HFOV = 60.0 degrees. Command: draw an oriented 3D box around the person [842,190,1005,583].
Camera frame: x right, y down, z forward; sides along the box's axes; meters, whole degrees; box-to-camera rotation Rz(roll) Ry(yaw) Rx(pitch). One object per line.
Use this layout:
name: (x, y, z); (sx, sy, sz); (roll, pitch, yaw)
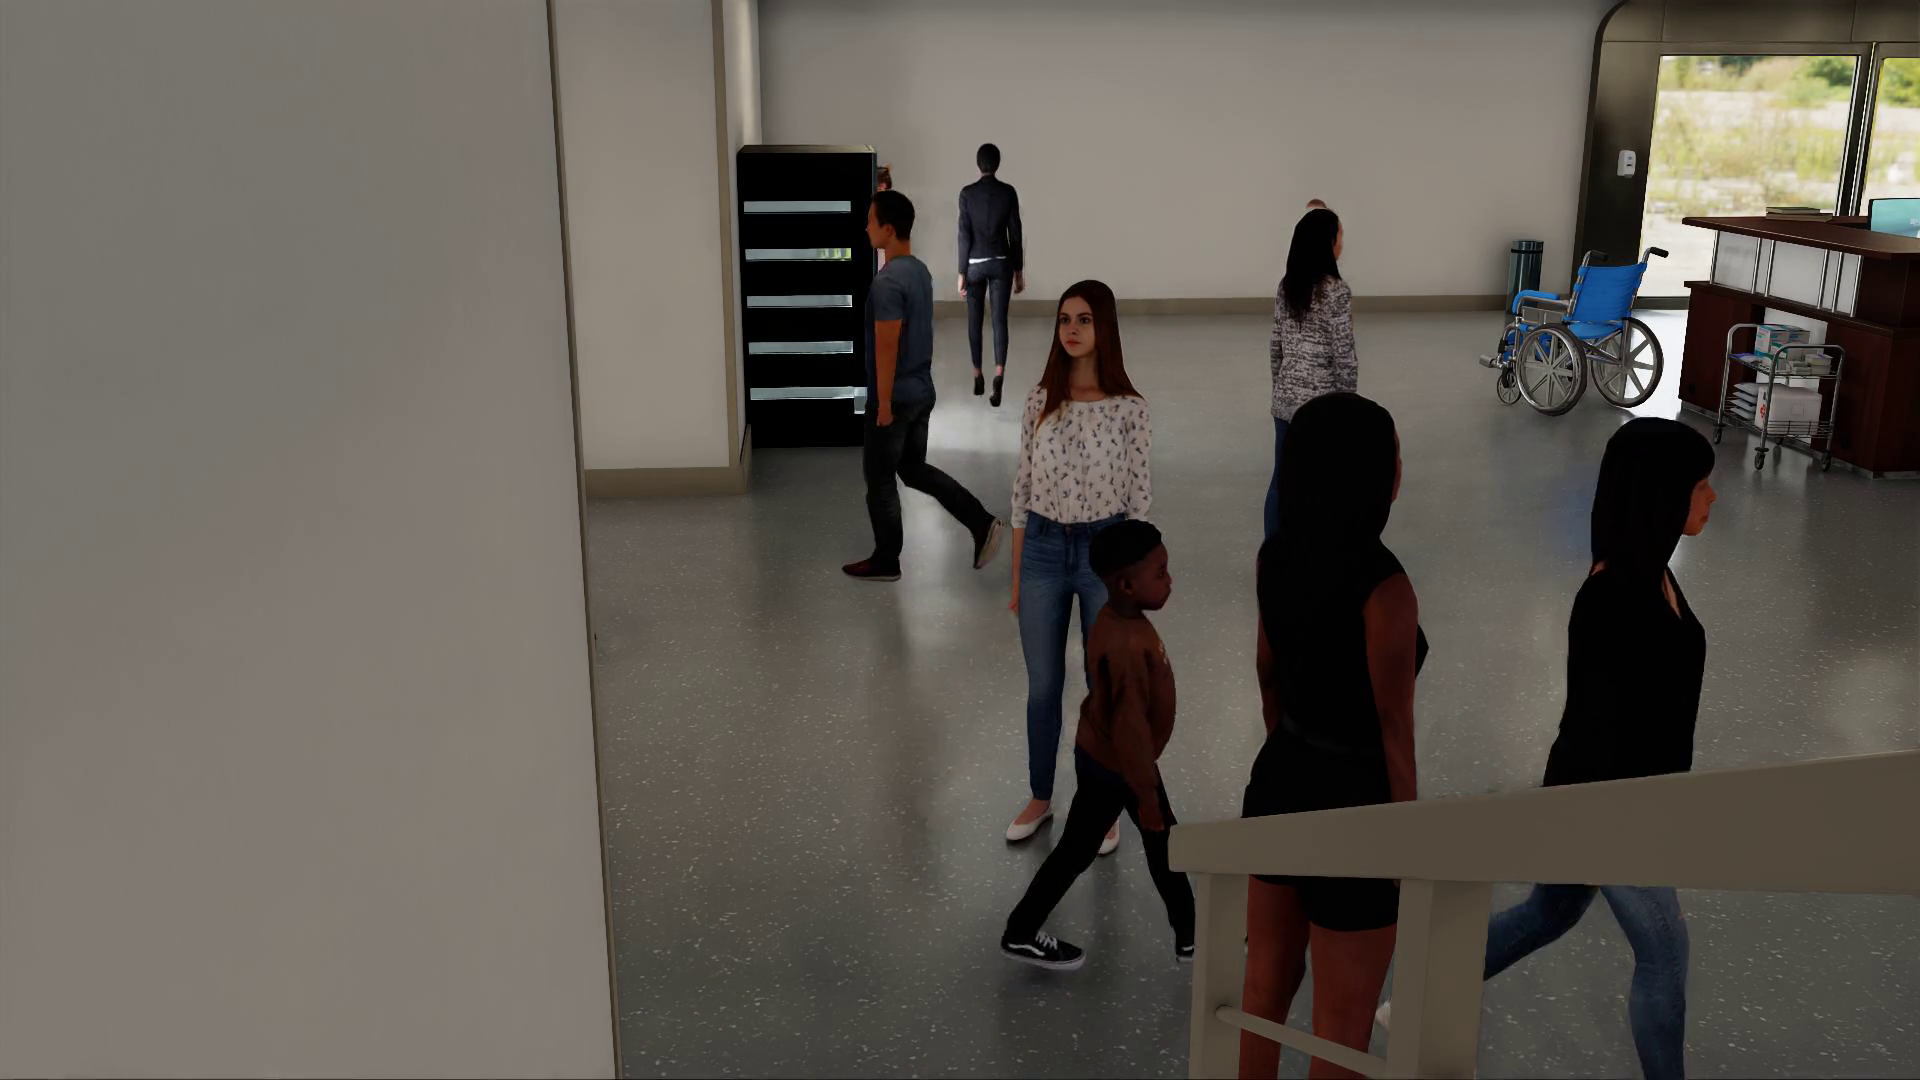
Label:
person: (-0.184, -0.649, 7.501); (0.969, 1.788, 1.044); (5, 17, 18)

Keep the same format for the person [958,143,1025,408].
person: (0.211, -1.777, 11.491); (0.643, 1.794, 1.121); (-1, 16, -2)

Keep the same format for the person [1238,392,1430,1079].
person: (0.718, 0.569, 3.270); (0.727, 1.740, 0.579); (-7, 17, -24)

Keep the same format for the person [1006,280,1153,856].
person: (0.357, 0.082, 5.019); (0.648, 1.728, 0.645); (6, 17, 19)

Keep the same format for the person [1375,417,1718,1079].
person: (1.314, 0.541, 3.591); (0.916, 1.619, 1.079); (5, 17, 18)

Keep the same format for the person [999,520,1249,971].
person: (0.333, 0.568, 4.232); (0.698, 1.219, 0.882); (1, 16, 5)

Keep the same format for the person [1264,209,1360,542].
person: (1.567, -0.610, 7.465); (0.747, 1.733, 0.628); (-11, 19, -33)

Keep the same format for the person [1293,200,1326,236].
person: (3.005, -2.246, 14.142); (0.767, 1.249, 0.864); (10, 19, 33)
